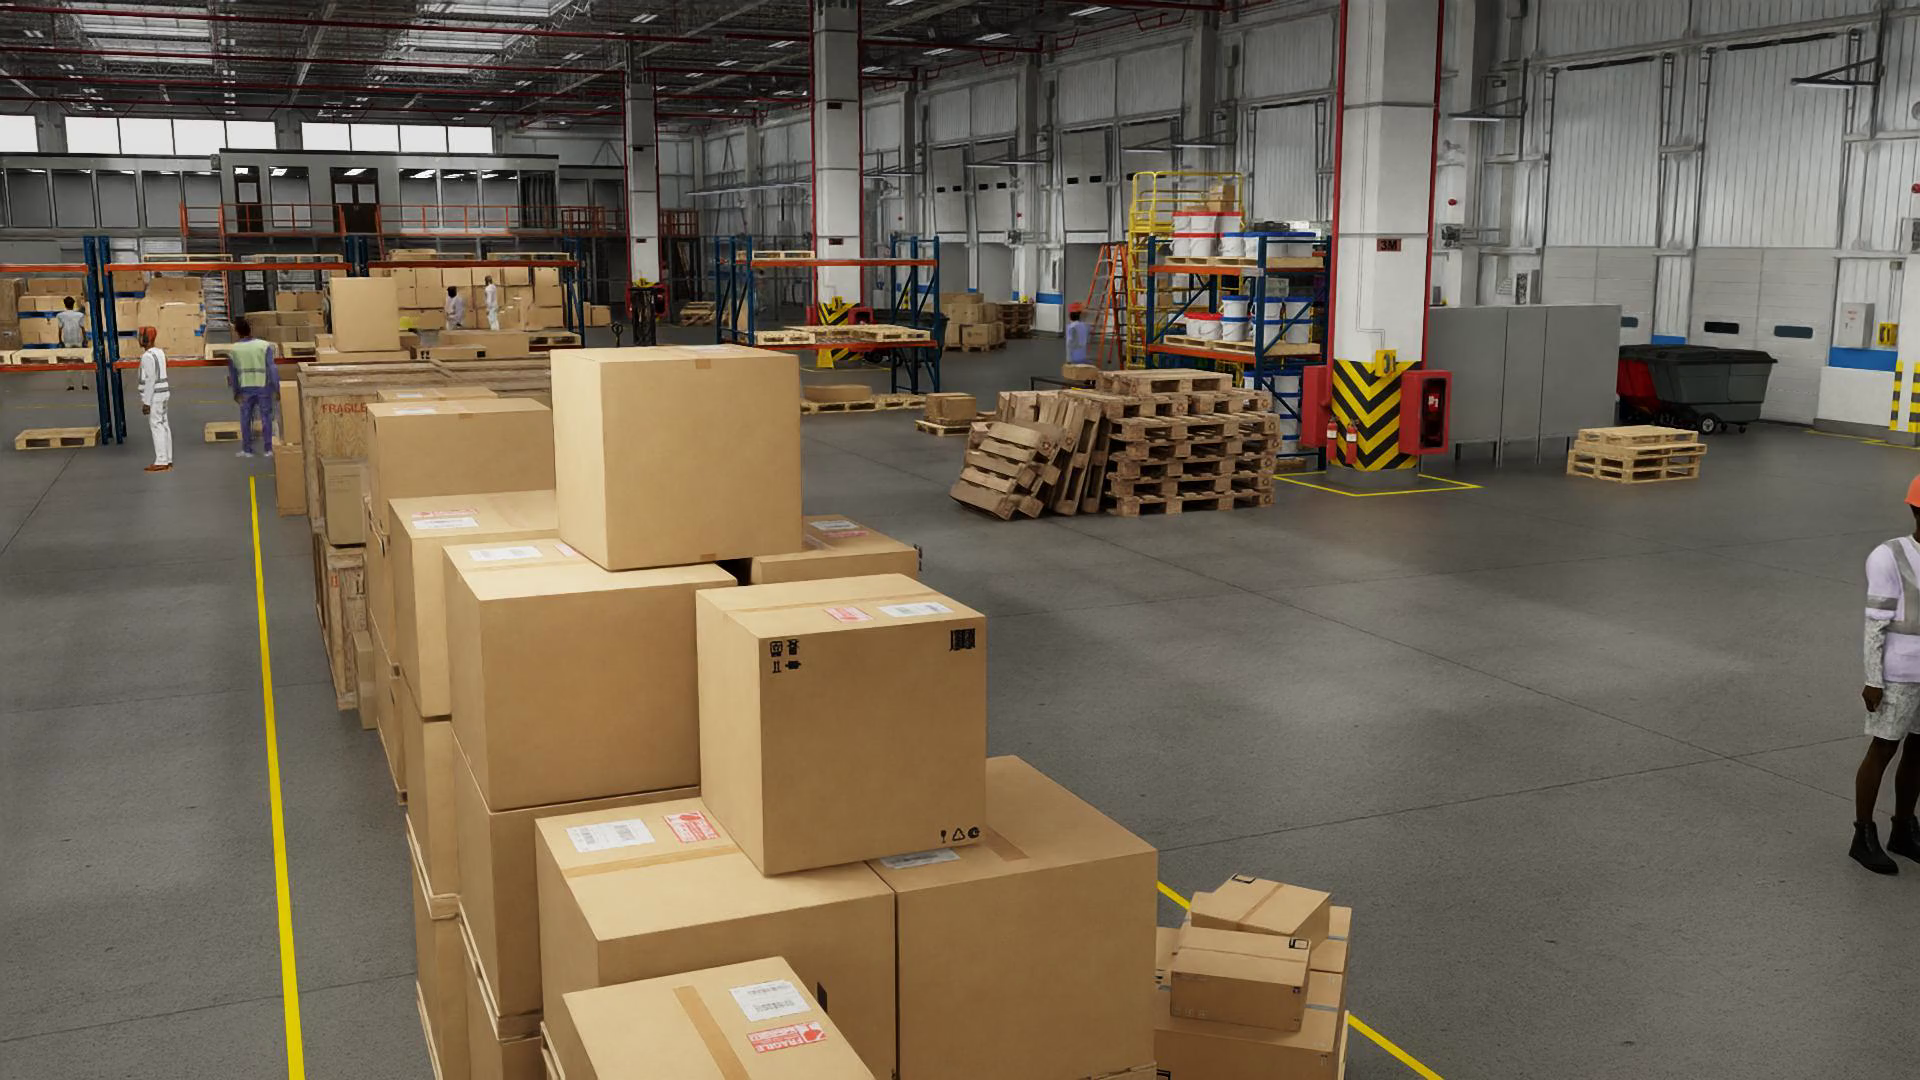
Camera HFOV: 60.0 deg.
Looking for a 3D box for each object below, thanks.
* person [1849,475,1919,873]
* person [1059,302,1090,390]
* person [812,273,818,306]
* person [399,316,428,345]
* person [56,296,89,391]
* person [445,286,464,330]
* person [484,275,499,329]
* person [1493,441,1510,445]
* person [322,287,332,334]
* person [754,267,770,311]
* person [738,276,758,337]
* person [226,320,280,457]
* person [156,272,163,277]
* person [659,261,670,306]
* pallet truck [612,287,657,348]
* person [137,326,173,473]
[{"bbox_3d":[4.538,0.619,7.871,0.553,1.935,0.364,-3,11,-15],"label":"person"},{"bbox_3d":[1.913,-3.093,28.371,0.554,1.916,0.614,-10,14,-44],"label":"person"},{"bbox_3d":[-4.816,-8.278,57.175,0.429,1.842,0.634,7,12,32],"label":"person"},{"bbox_3d":[-7.730,-2.222,23.611,0.598,1.906,0.588,5,11,26],"label":"person"},{"bbox_3d":[-17.504,-3.872,32.812,0.518,1.872,0.326,-6,12,-31],"label":"person"},{"bbox_3d":[-12.902,-5.558,42.325,0.654,1.787,0.977,6,12,31],"label":"person"},{"bbox_3d":[-13.537,-6.665,48.032,0.372,1.935,0.629,1,10,4],"label":"person"},{"bbox_3d":[7.751,-2.238,24.339,0.698,1.678,0.541,8,13,36],"label":"person"},{"bbox_3d":[-15.386,-5.322,40.889,0.506,1.841,0.345,-3,11,-14],"label":"person"},{"bbox_3d":[-8.135,-10.362,68.546,0.615,1.873,0.968,-6,12,-29],"label":"person"},{"bbox_3d":[-6.078,-6.673,48.088,0.748,1.919,0.613,1,10,8],"label":"person"},{"bbox_3d":[-9.669,-2.067,22.850,0.709,1.883,0.394,-2,10,-9],"label":"person"},{"bbox_3d":[-28.331,-8.578,58.881,0.592,1.835,1.003,-4,11,-23],"label":"person"},{"bbox_3d":[-13.129,-11.406,74.023,0.612,1.986,0.407,0,10,-2],"label":"person"},{"bbox_3d":[-6.464,-4.406,35.401,0.823,1.965,1.885,6,12,32],"label":"pallet truck"},{"bbox_3d":[-10.361,-1.803,21.373,0.355,1.883,0.573,-2,10,-9],"label":"person"}]
